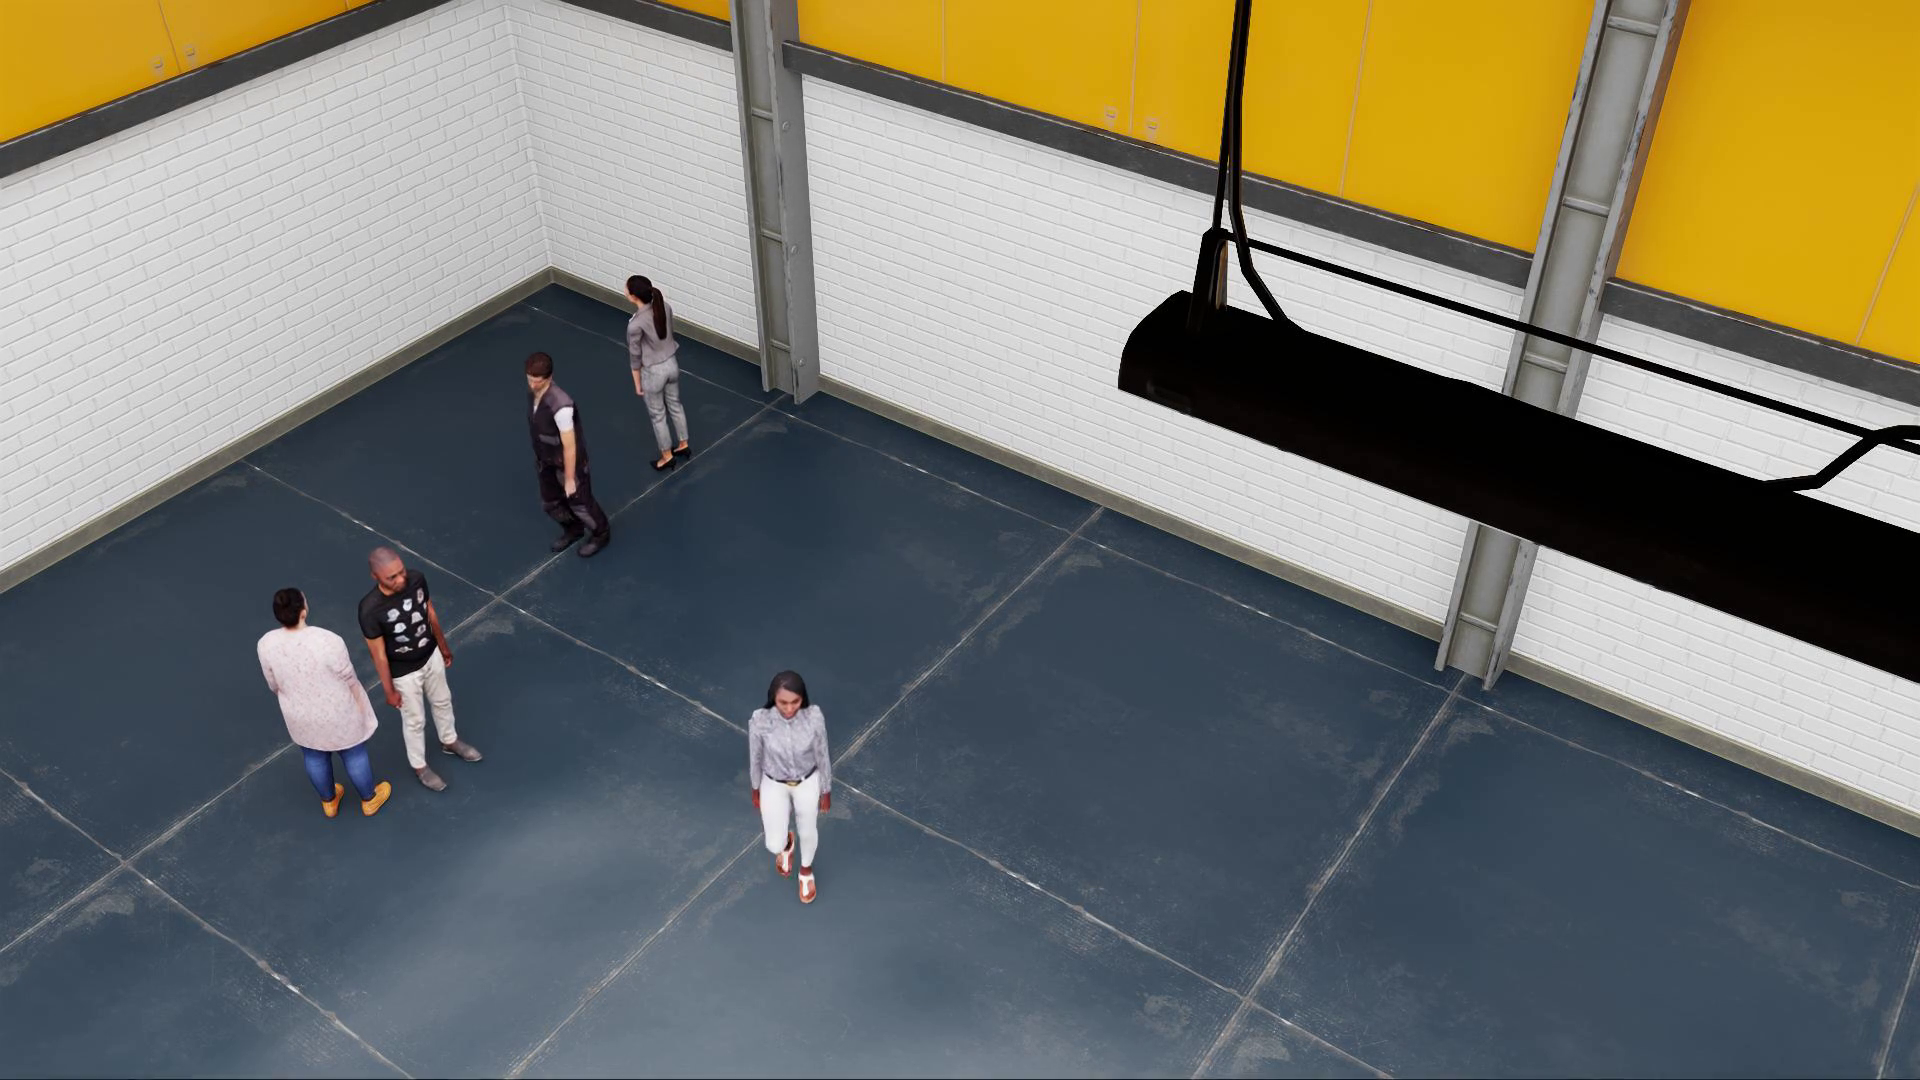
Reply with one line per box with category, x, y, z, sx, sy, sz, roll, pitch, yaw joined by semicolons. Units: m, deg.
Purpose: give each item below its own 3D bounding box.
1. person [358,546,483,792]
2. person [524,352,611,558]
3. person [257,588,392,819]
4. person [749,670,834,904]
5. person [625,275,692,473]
person;-3.333;0.742;10.102;0.609;1.801;0.669;21;43;24
person;-2.770;-0.627;11.804;0.773;1.816;0.679;-25;45;-28
person;-3.800;0.966;9.867;0.755;1.743;0.857;1;39;1
person;-0.956;1.340;9.425;0.783;1.711;0.845;-3;39;-4
person;-2.308;-1.269;12.725;0.542;1.670;0.591;23;44;27
